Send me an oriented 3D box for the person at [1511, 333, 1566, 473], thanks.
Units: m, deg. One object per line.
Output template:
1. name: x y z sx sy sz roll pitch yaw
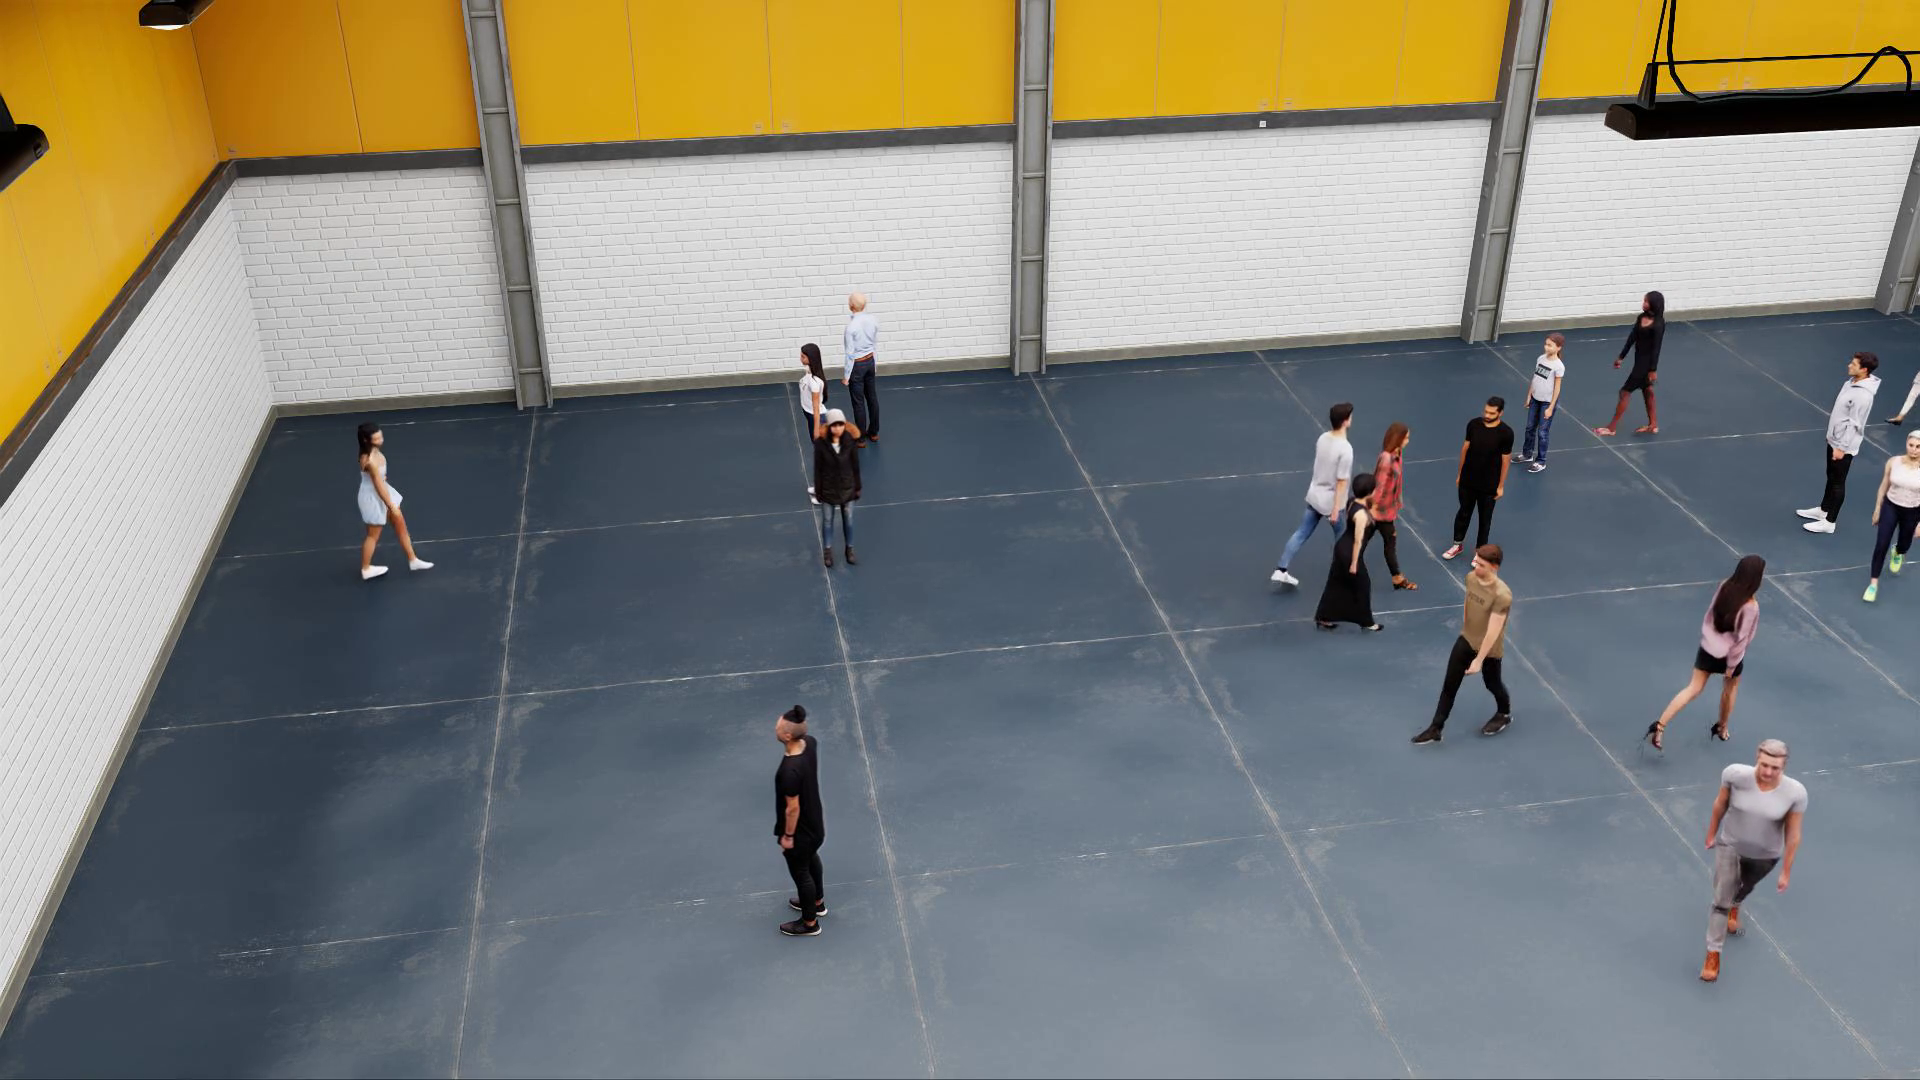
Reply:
1. person: 6.316 -1.517 18.004 0.606 1.563 0.595 -14 32 -24

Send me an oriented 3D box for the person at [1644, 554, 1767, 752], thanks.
1. person: 5.964 0.957 13.255 1.175 1.767 0.759 -10 30 -18

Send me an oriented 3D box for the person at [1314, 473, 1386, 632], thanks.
1. person: 3.427 0.141 14.950 0.833 1.576 0.592 -4 29 -8

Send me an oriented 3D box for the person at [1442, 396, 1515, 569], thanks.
1. person: 5.046 -0.593 16.108 0.708 1.756 0.764 19 34 31

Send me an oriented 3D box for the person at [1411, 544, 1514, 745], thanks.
1. person: 4.279 0.851 13.403 1.282 1.811 0.918 -14 32 -24

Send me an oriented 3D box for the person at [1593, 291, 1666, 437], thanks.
1. person: 7.765 -1.957 18.688 1.046 1.681 0.696 -2 29 -3

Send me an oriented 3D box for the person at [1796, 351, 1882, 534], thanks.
1. person: 8.869 -0.998 16.668 0.746 1.930 0.764 7 29 12

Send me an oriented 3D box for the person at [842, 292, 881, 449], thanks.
1. person: -1.101 -1.896 18.460 0.794 1.791 0.710 23 36 36

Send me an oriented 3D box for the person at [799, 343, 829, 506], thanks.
1. person: -1.465 -1.216 17.236 0.522 1.770 0.575 -5 29 -10

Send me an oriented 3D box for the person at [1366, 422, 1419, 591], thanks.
1. person: 3.894 -0.338 15.738 1.072 1.663 0.954 14 32 24

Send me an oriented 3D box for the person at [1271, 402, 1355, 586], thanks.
1. person: 3.358 -0.368 15.610 1.300 1.838 0.918 -13 31 -22

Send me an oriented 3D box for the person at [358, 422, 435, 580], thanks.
1. person: -5.594 -0.364 15.768 0.896 1.680 0.646 -10 30 -18

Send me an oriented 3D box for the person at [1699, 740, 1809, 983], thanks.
1. person: 5.343 2.049 11.246 1.245 1.773 1.233 14 32 24

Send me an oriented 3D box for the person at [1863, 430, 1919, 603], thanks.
1. person: 8.827 -0.265 15.583 1.017 1.683 1.075 19 34 31

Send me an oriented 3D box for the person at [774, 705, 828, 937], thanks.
1. person: -1.103 1.906 11.413 0.708 1.865 0.760 4 29 8

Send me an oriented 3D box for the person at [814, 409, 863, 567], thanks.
1. person: -1.192 -0.528 16.118 0.512 1.632 0.672 -5 29 -9
